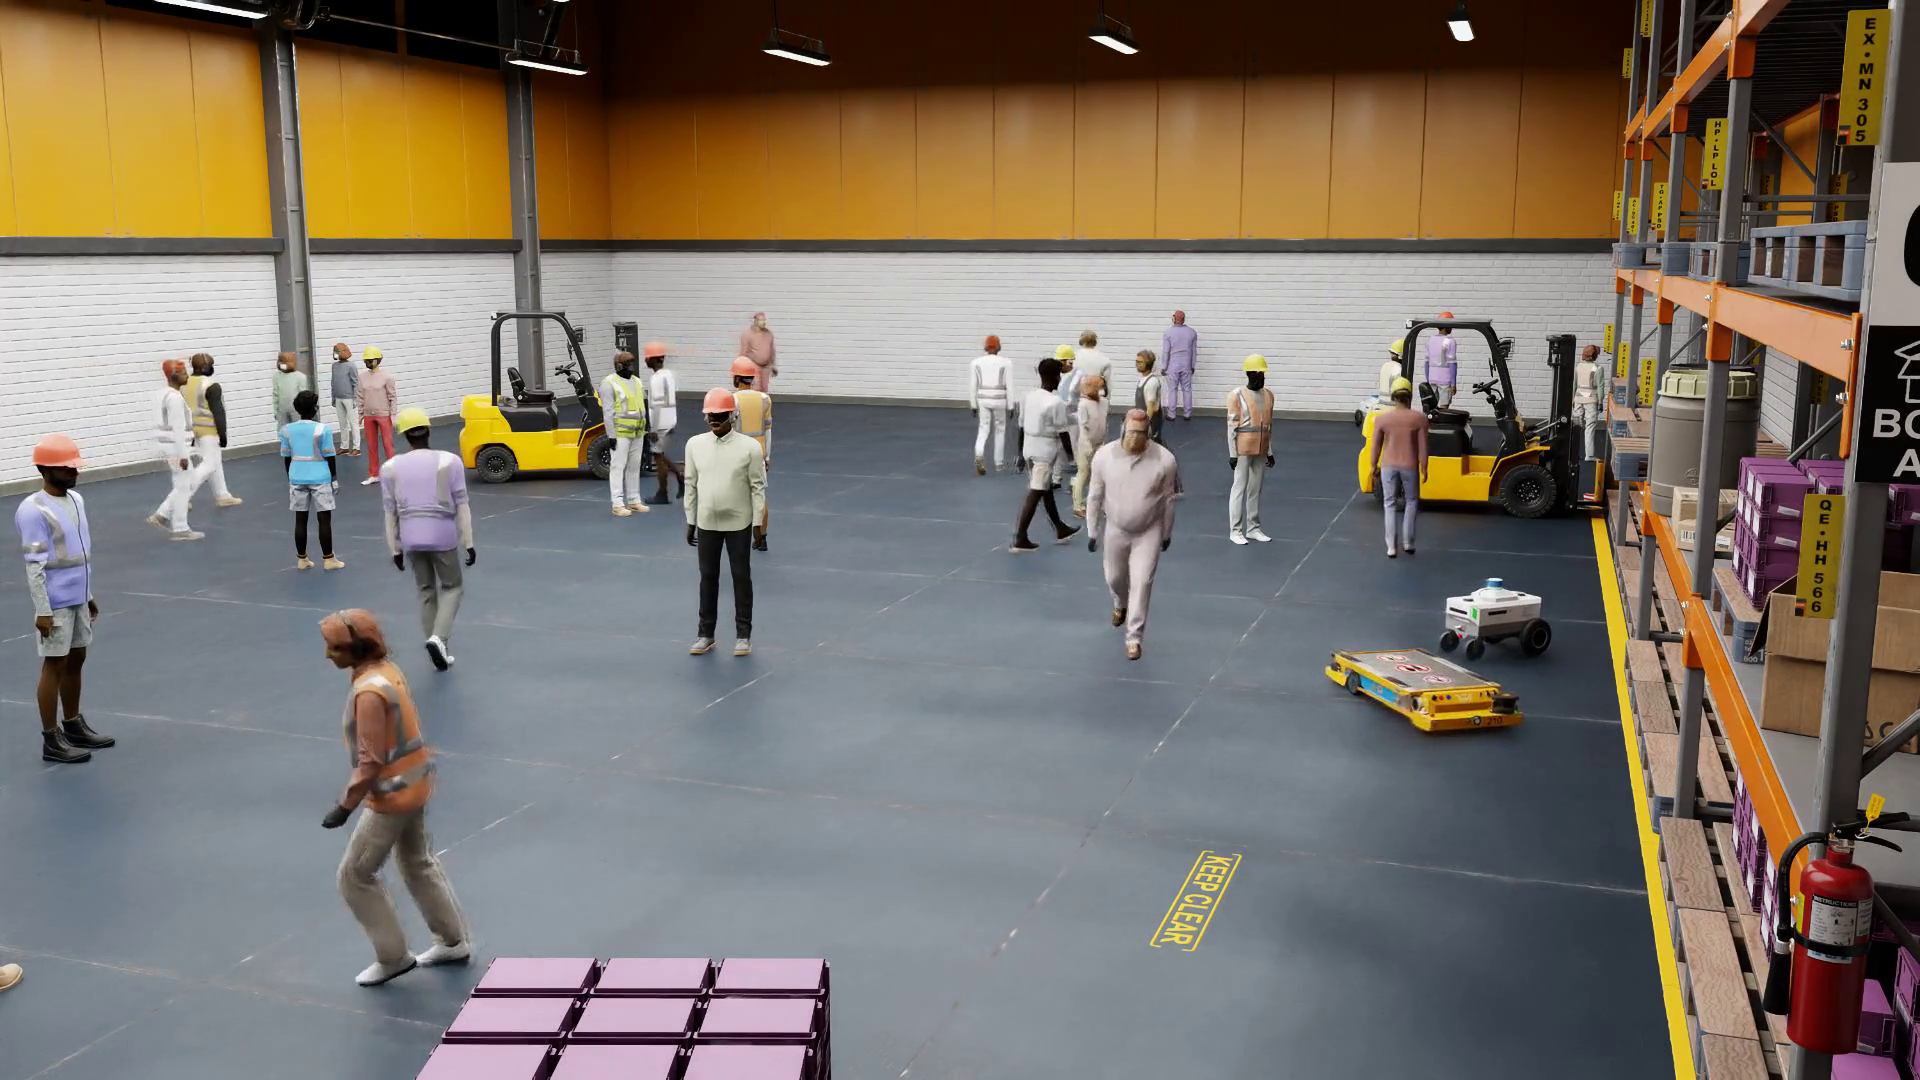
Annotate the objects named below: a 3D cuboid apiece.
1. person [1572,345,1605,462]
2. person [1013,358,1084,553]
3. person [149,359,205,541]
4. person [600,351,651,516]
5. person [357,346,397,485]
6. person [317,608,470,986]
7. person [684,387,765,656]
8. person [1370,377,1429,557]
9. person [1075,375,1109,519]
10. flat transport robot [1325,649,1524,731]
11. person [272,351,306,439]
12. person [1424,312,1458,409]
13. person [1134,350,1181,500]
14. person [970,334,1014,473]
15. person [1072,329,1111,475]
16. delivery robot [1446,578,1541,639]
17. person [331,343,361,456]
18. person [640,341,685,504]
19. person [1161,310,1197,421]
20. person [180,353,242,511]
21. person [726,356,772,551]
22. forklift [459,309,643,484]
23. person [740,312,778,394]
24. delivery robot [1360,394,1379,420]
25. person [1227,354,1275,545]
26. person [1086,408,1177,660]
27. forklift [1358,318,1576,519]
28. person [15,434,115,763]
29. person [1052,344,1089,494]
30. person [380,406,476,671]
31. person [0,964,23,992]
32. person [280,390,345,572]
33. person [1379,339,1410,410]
[{"bbox_3d":[8.808,-1.917,23.346,0.309,1.639,0.522,-6,12,-31],"label":"person"},{"bbox_3d":[0.900,-0.849,16.552,0.987,1.911,0.621,-6,12,-30],"label":"person"},{"bbox_3d":[-8.029,-0.916,17.062,0.438,1.871,0.592,-7,12,-33],"label":"person"},{"bbox_3d":[-3.754,-1.198,18.731,0.429,1.841,0.642,6,11,29],"label":"person"},{"bbox_3d":[-7.364,-1.561,20.984,0.534,1.767,0.319,2,10,13],"label":"person"},{"bbox_3d":[-2.287,1.050,6.739,0.531,1.598,0.540,-3,10,-14],"label":"person"},{"bbox_3d":[-1.745,-0.133,12.293,0.612,1.995,0.392,2,10,9],"label":"person"},{"bbox_3d":[4.291,-0.719,16.251,0.554,1.747,0.593,3,11,17],"label":"person"},{"bbox_3d":[1.541,-1.003,18.279,0.508,1.602,0.731,-9,13,-40],"label":"person"},{"bbox_3d":[3.038,0.960,10.997,0.652,0.197,1.431,-3,10,-14],"label":"flat transport robot"},{"bbox_3d":[-8.977,-1.732,22.365,0.496,1.616,0.431,2,10,9],"label":"person"},{"bbox_3d":[7.176,-2.368,24.751,0.375,2.043,0.611,-5,11,-28],"label":"person"},{"bbox_3d":[2.188,-1.343,19.668,0.974,1.799,0.525,-2,10,-9],"label":"person"},{"bbox_3d":[0.412,-1.803,22.097,0.594,1.861,0.819,2,10,13],"label":"person"},{"bbox_3d":[1.678,-1.821,21.992,0.660,1.923,0.440,-1,10,-5],"label":"person"},{"bbox_3d":[3.958,0.527,12.346,0.707,0.478,0.477,-4,10,-27],"label":"delivery robot"},{"bbox_3d":[-8.862,-2.023,23.956,0.507,1.632,0.272,5,11,28],"label":"person"},{"bbox_3d":[-3.458,-1.356,19.385,0.506,1.922,0.565,1,10,6],"label":"person"},{"bbox_3d":[3.774,-3.013,28.763,0.636,1.911,0.405,-3,10,-15],"label":"person"},{"bbox_3d":[-8.673,-1.237,19.040,0.635,1.814,0.849,7,12,33],"label":"person"},{"bbox_3d":[-2.114,-0.834,16.396,0.545,1.942,0.351,-7,12,-36],"label":"person"},{"bbox_3d":[-5.354,-1.902,21.697,2.313,2.155,1.214,-2,10,-13],"label":"forklift"},{"bbox_3d":[-3.442,-2.971,28.575,0.663,1.892,0.424,-10,14,-44],"label":"person"},{"bbox_3d":[6.895,-2.182,27.628,0.477,0.478,0.707,-1,10,-3],"label":"delivery robot"},{"bbox_3d":[2.971,-0.923,16.930,0.588,1.930,0.364,-7,12,-33],"label":"person"},{"bbox_3d":[1.294,-0.095,12.511,0.665,1.857,0.902,2,10,11],"label":"person"},{"bbox_3d":[5.787,-1.437,19.079,2.313,2.155,1.214,3,11,19],"label":"forklift"},{"bbox_3d":[-5.264,0.336,9.817,0.375,1.935,0.550,0,10,1],"label":"person"},{"bbox_3d":[1.288,-1.475,20.325,0.592,1.828,0.404,8,13,38],"label":"person"},{"bbox_3d":[-3.751,0.012,11.737,0.631,1.901,0.545,0,10,-1],"label":"person"},{"bbox_3d":[-4.130,0.954,6.622,0.624,1.840,0.429,1,10,4],"label":"person"},{"bbox_3d":[-6.020,-0.544,15.451,0.533,1.697,0.318,1,10,8],"label":"person"},{"bbox_3d":[5.631,-1.680,21.508,0.404,1.824,0.586,-2,10,-13],"label":"person"}]
